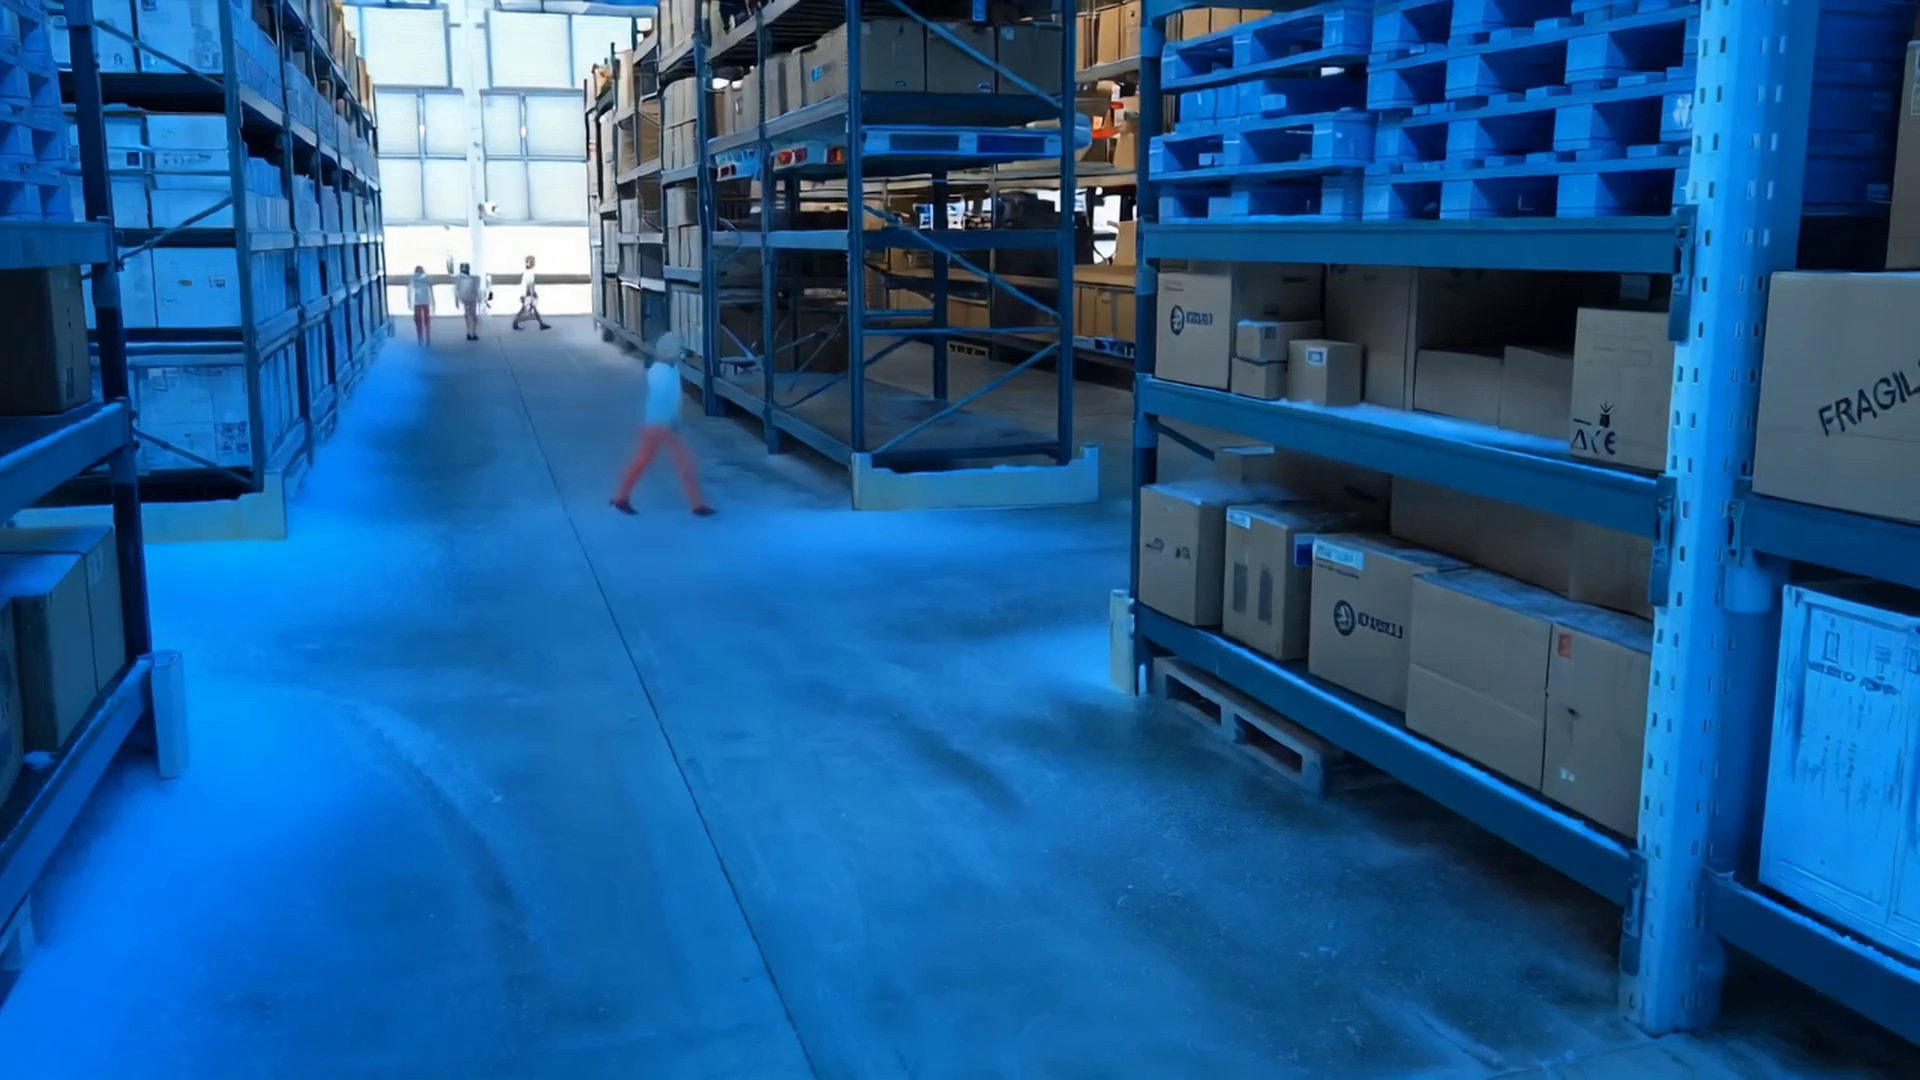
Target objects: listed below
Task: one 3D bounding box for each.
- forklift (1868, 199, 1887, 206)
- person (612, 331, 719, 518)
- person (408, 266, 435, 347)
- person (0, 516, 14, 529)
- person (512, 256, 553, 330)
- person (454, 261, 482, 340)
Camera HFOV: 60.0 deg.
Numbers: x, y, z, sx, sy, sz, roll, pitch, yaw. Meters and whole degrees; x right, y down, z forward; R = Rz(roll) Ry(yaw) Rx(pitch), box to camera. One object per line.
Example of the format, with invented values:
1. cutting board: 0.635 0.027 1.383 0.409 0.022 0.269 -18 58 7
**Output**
1. forklift: 11.338 -2.915 21.052 1.129 2.768 1.873 -3 11 -17
2. person: -2.514 -0.955 13.887 0.923 1.577 0.480 3 11 18
3. person: -11.641 -5.056 35.980 0.542 1.720 0.919 -3 11 -17
4. person: -6.972 -0.589 11.759 0.635 1.615 0.523 -3 11 -15
5. person: -10.846 -6.211 41.883 1.039 1.875 0.562 0 10 -3
6. person: -11.332 -5.523 38.290 0.609 1.806 0.676 -3 11 -16
